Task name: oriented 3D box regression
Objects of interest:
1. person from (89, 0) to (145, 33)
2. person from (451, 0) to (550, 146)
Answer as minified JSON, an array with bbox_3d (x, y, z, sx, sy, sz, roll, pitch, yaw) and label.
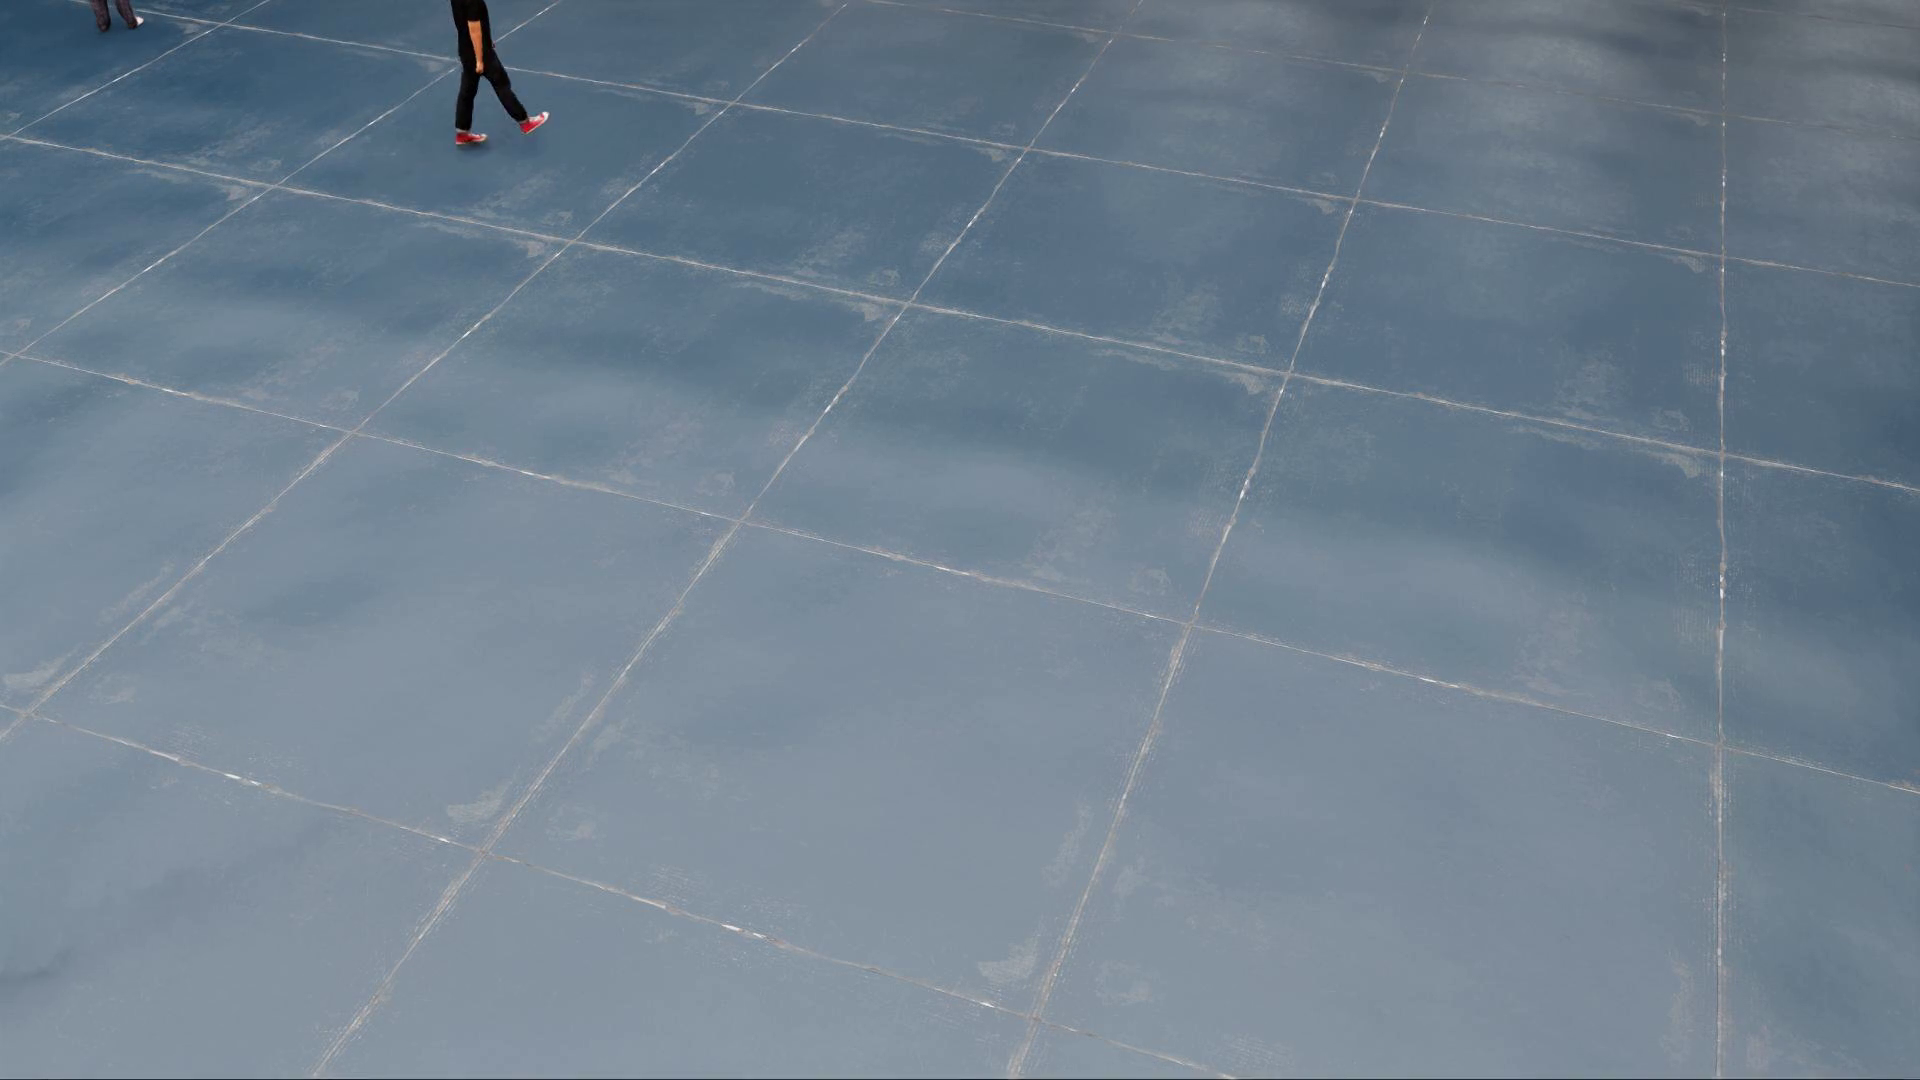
[{"bbox_3d":[-8.907,-6.165,17.021,0.739,1.871,0.728,-6,38,-8],"label":"person"},{"bbox_3d":[-4.373,-4.312,14.774,1.198,1.721,1.037,-25,44,-28],"label":"person"}]
